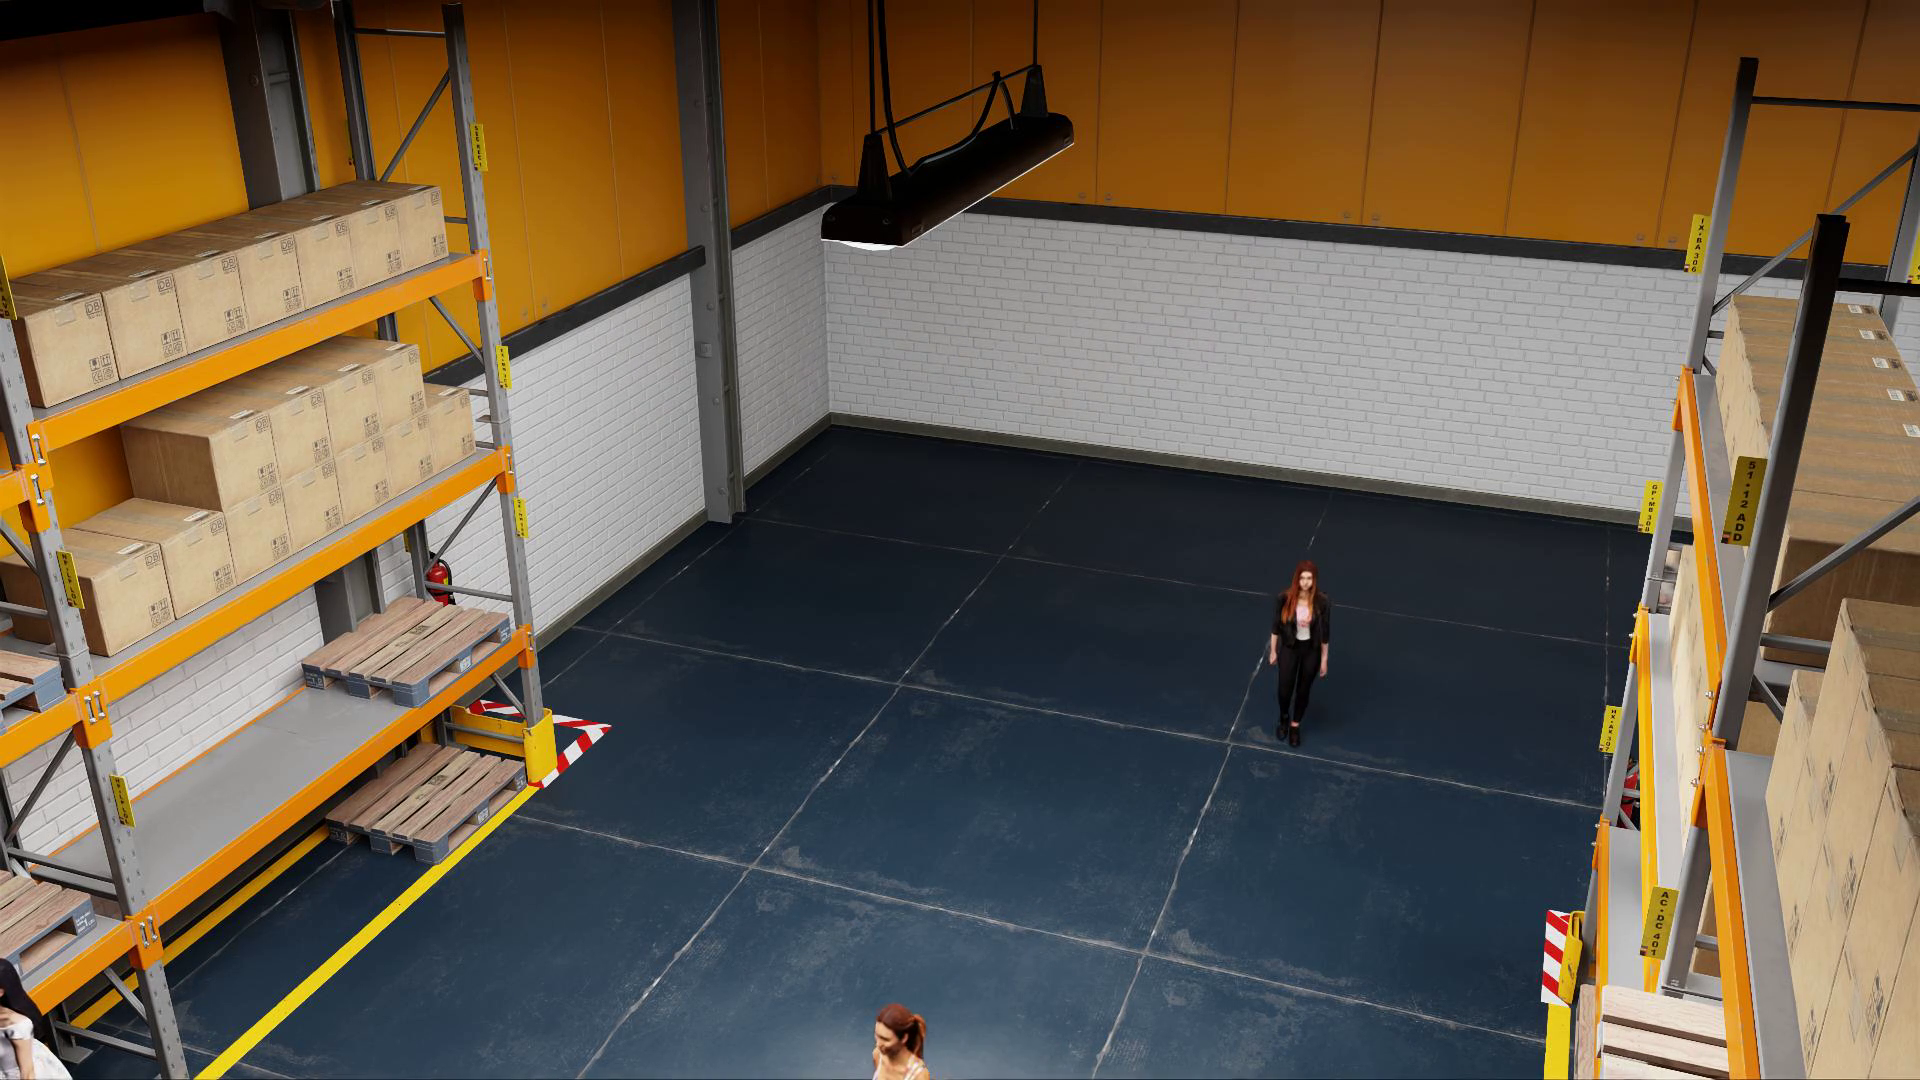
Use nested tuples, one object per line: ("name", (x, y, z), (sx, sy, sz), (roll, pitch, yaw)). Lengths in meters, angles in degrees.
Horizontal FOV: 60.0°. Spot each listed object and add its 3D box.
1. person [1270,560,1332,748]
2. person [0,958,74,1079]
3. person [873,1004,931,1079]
("person", (2.820, 0.890, 13.769), (0.668, 1.694, 0.670), (4, 24, 8))
("person", (-4.973, 2.969, 8.920), (0.805, 1.769, 0.778), (-18, 29, -35))
("person", (-0.205, 3.118, 8.606), (0.824, 1.747, 1.234), (17, 29, 34))
